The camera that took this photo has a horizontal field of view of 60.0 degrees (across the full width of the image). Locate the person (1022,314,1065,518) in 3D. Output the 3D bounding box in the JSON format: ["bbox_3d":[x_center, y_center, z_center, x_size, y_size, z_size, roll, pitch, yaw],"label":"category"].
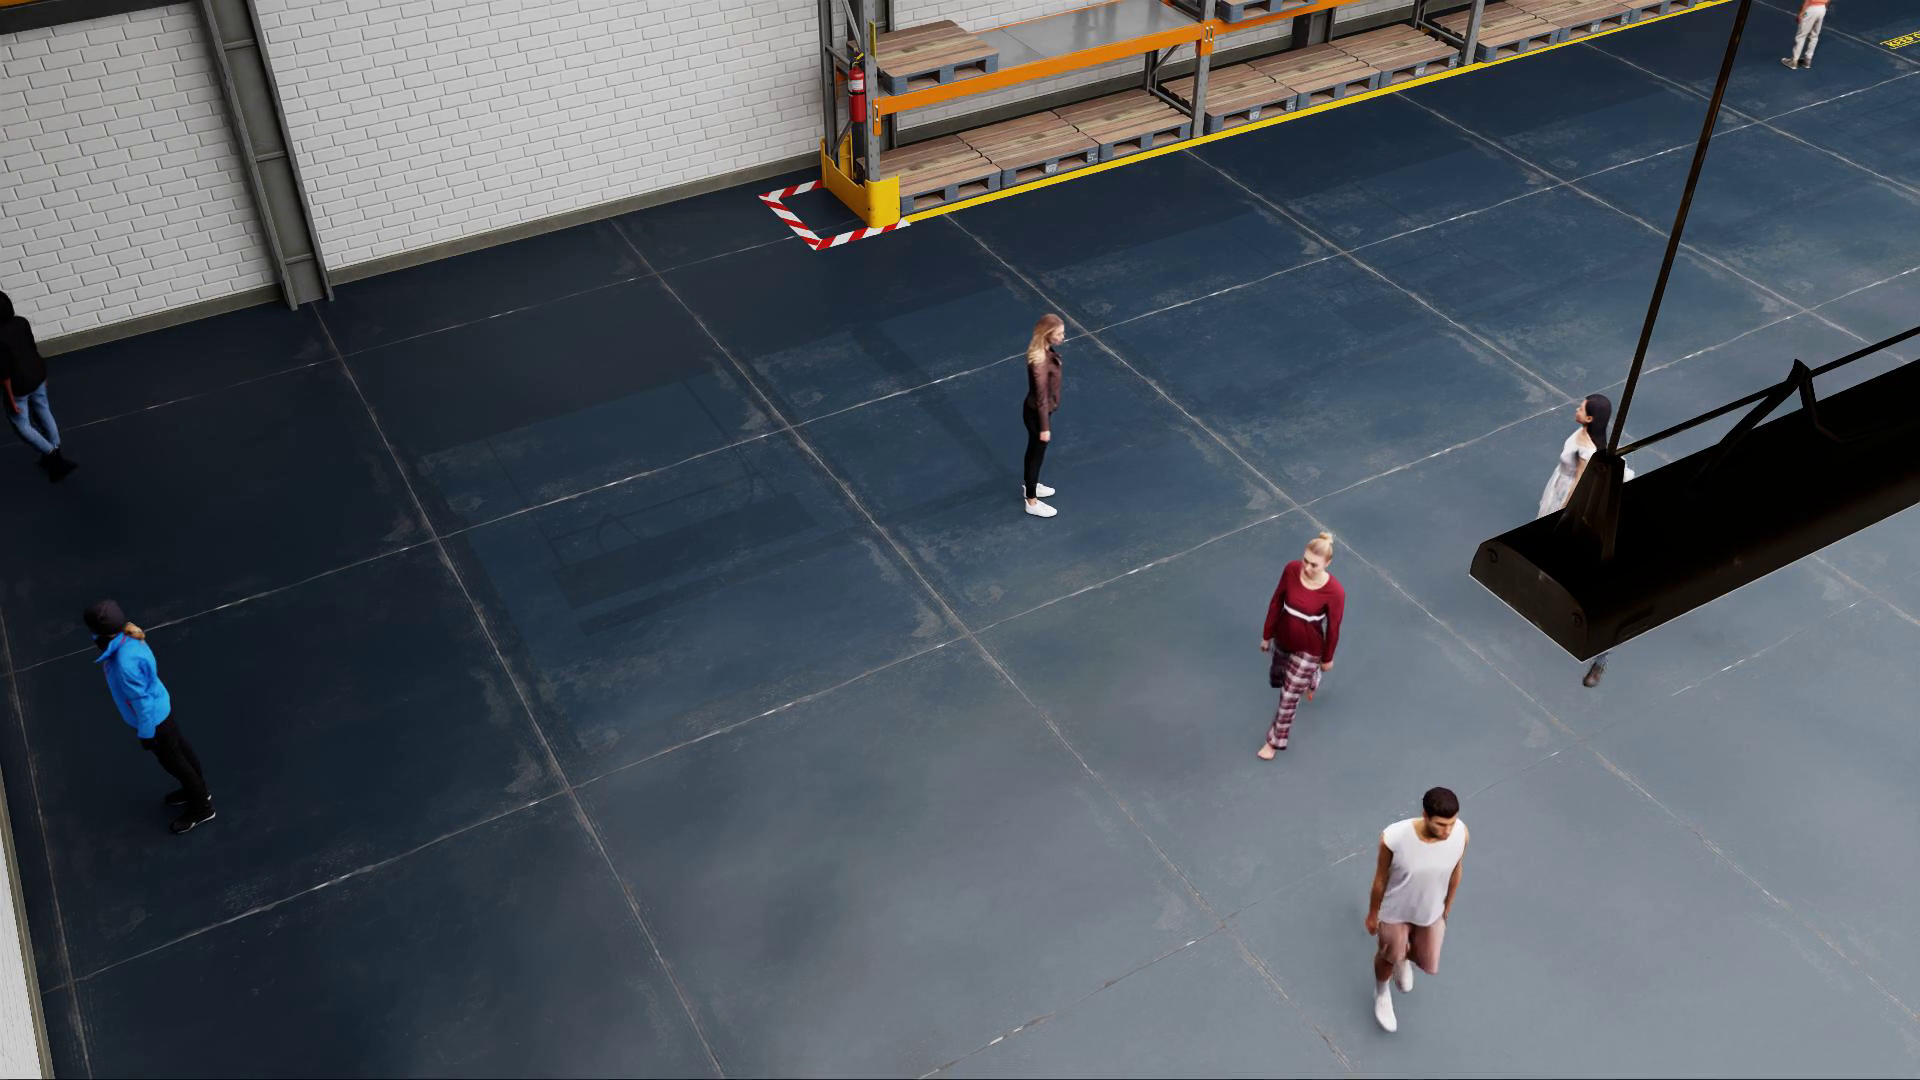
[{"bbox_3d":[0.597,-0.966,12.611,0.694,1.704,0.679,3,39,3],"label":"person"}]

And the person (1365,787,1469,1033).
[{"bbox_3d":[2.405,1.896,8.971,0.808,1.775,0.855,-1,39,-2],"label":"person"}]

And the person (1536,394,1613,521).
[{"bbox_3d":[4.282,-0.273,11.688,0.834,1.774,0.758,15,41,18],"label":"person"}]

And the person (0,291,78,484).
[{"bbox_3d":[-7.195,-1.187,12.896,0.877,1.694,0.825,11,40,14],"label":"person"}]

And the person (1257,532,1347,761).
[{"bbox_3d":[2.199,0.625,10.638,0.794,1.680,1.017,29,47,31],"label":"person"}]

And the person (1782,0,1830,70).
[{"bbox_3d":[9.996,-6.176,19.452,0.486,1.309,0.584,-8,39,-9],"label":"person"}]

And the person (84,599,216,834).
[{"bbox_3d":[-4.862,1.040,10.022,0.551,1.800,0.637,-15,41,-18],"label":"person"}]

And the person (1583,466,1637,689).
[{"bbox_3d":[4.377,0.130,11.317,0.905,1.606,1.059,17,42,21],"label":"person"}]
